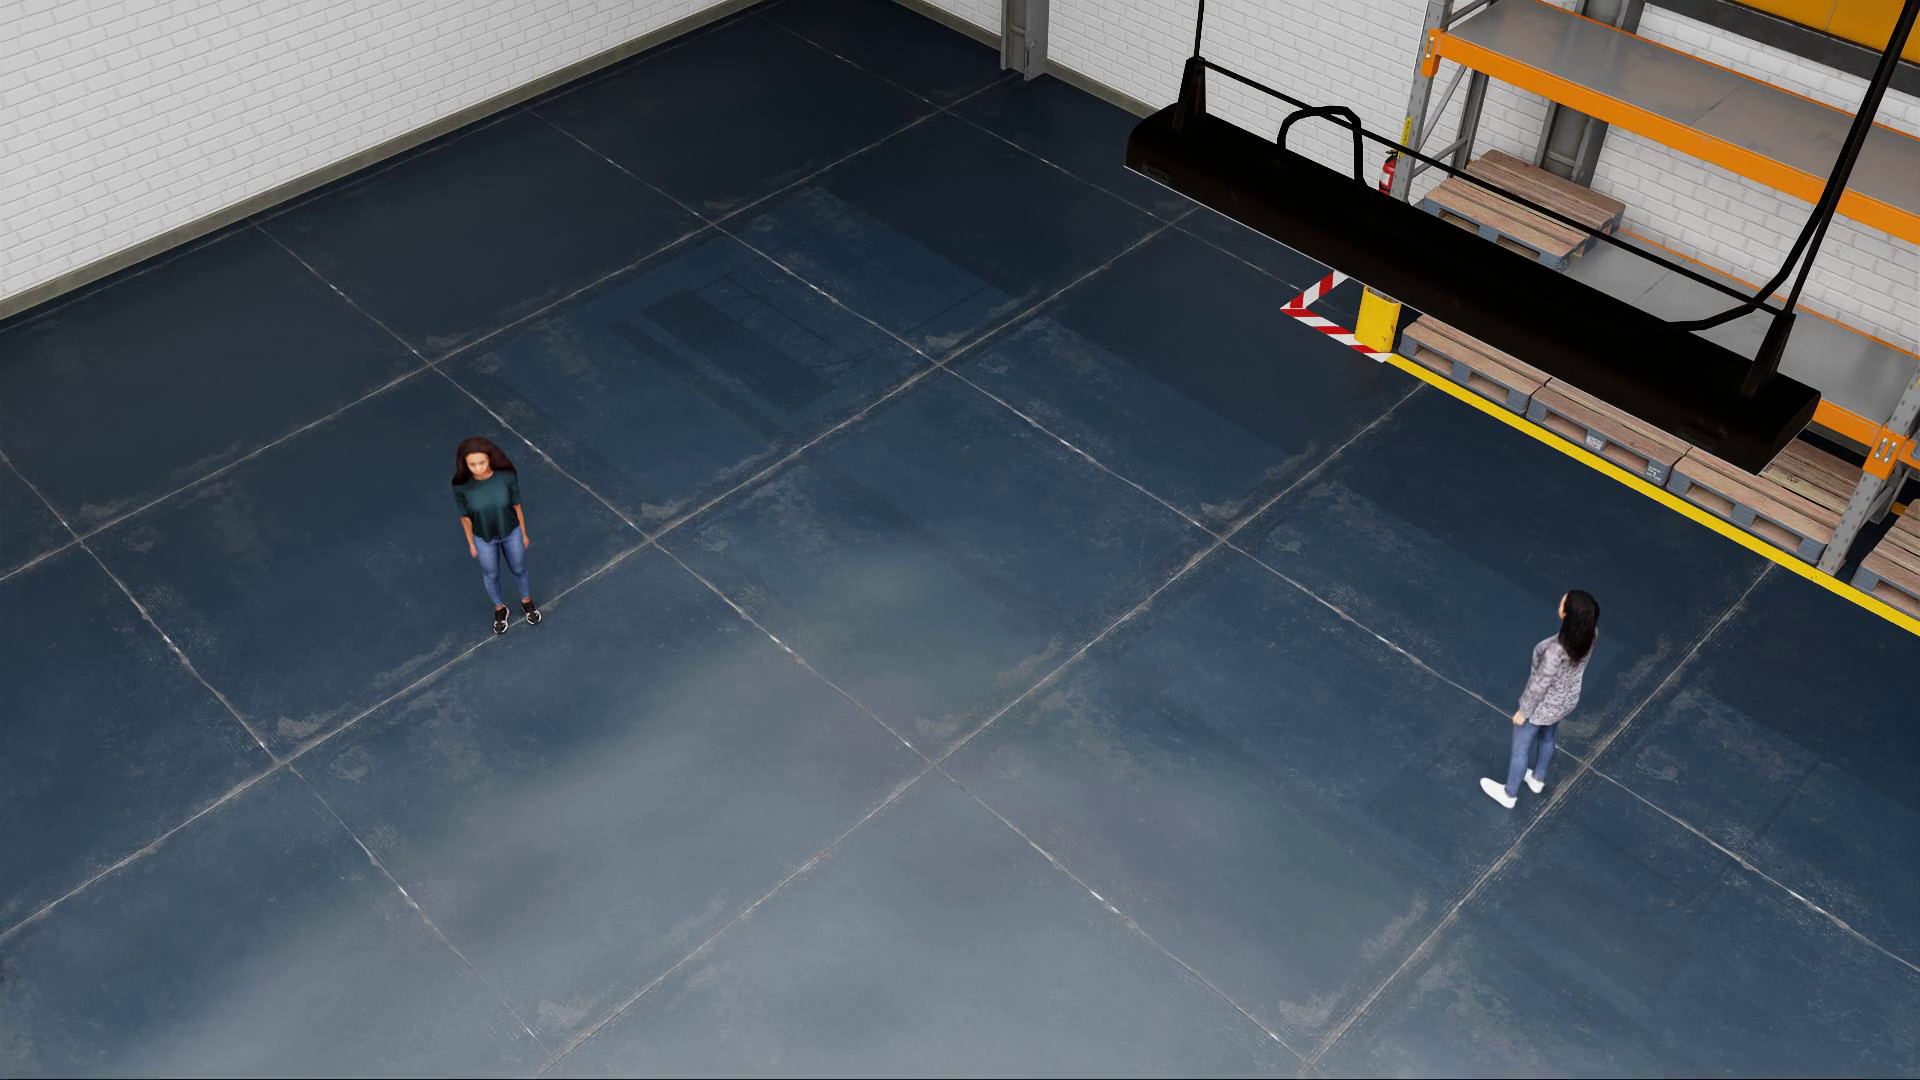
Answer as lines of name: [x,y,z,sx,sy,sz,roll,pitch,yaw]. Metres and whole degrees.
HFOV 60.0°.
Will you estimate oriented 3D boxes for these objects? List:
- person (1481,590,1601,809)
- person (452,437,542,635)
person: [3.565,0.967,10.057,0.652,1.731,0.582,-26,49,-24]
person: [-3.123,-0.051,11.209,0.695,1.617,0.720,-14,45,-14]
